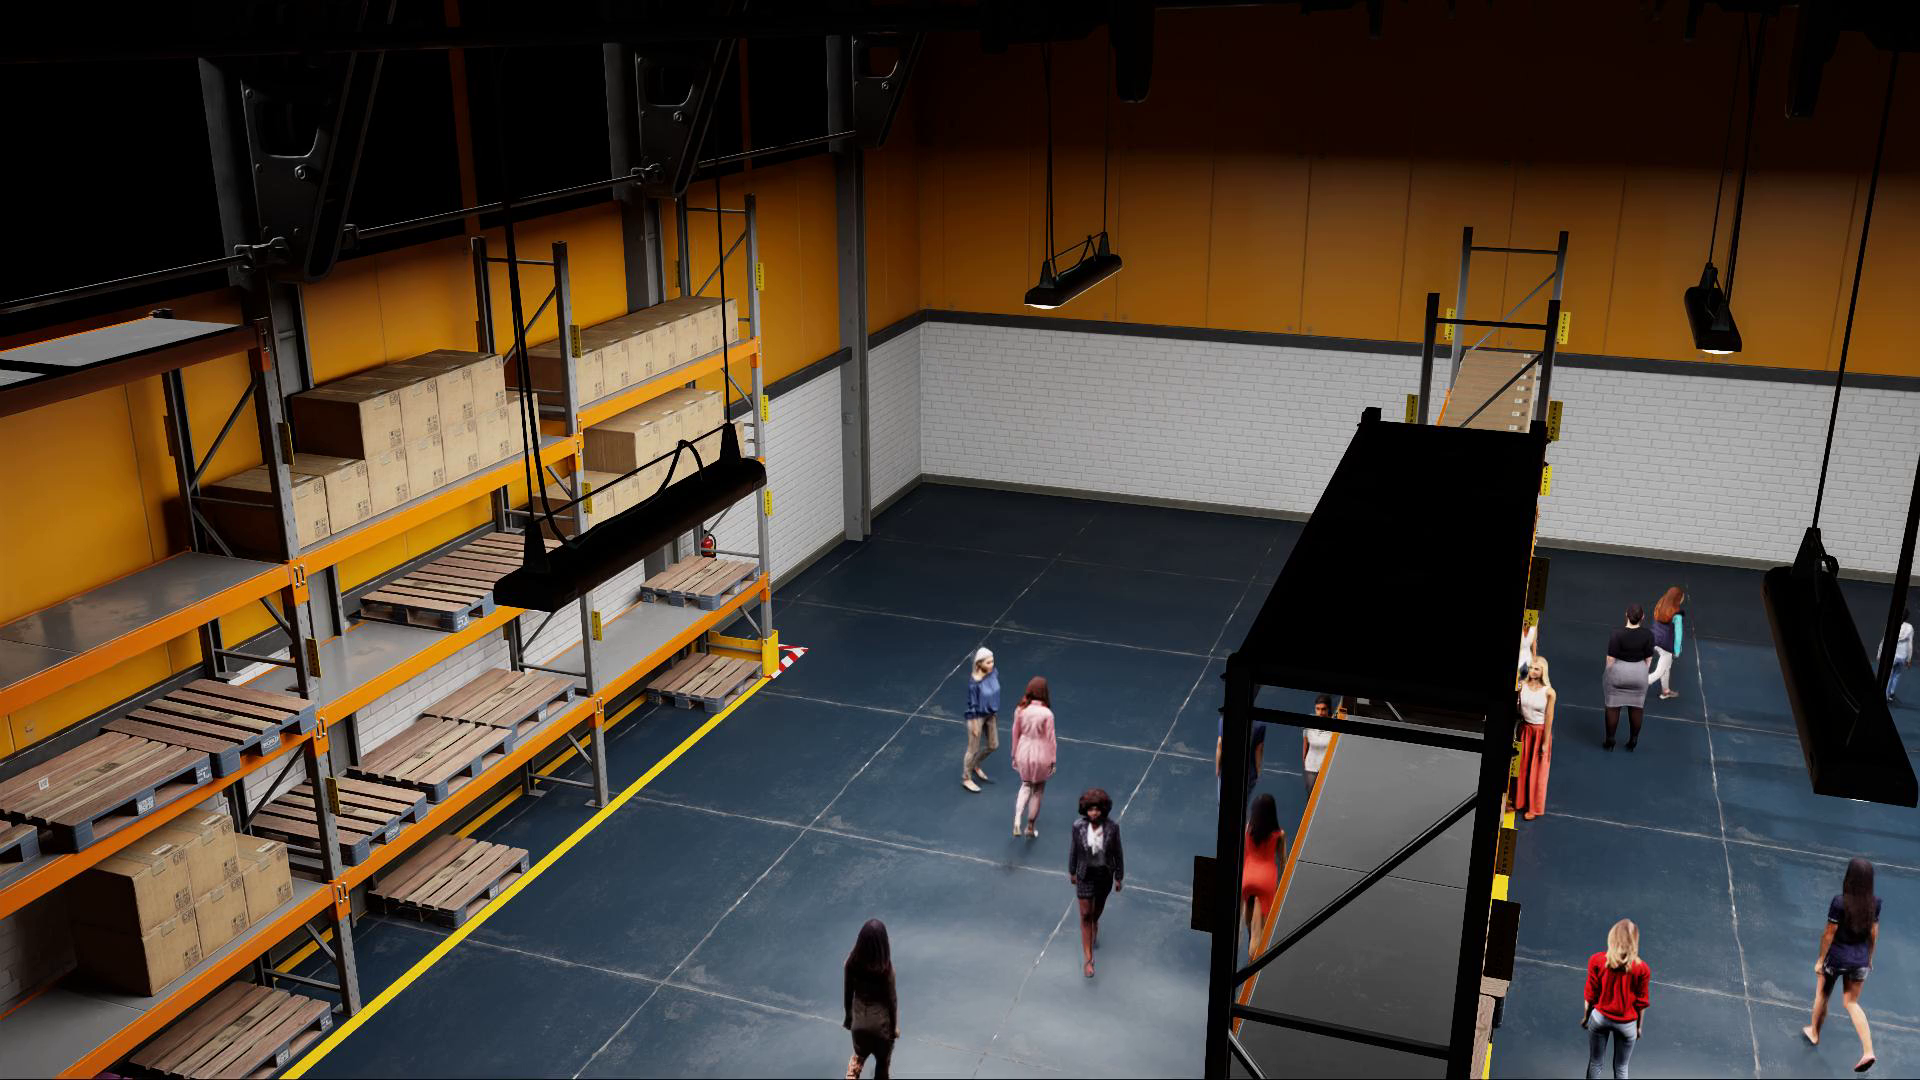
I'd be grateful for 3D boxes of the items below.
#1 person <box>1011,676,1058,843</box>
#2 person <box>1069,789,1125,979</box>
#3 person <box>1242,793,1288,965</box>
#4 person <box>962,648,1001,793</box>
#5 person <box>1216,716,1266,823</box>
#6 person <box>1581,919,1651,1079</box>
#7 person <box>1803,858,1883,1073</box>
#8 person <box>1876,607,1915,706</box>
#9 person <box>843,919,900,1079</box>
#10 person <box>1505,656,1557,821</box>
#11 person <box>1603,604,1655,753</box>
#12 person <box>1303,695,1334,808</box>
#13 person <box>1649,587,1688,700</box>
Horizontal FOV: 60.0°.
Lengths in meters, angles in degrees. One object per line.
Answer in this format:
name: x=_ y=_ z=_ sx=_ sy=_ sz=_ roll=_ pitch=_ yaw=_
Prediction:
person: x=0.709 y=2.260 z=16.699 sx=0.643 sy=1.787 sz=0.720 roll=8 pitch=20 yaw=23
person: x=1.204 y=2.972 z=14.798 sx=0.840 sy=1.650 sz=1.125 roll=1 pitch=19 yaw=2
person: x=2.591 y=3.060 z=14.511 sx=0.590 sy=1.666 sz=1.073 roll=6 pitch=20 yaw=18
person: x=0.193 y=1.919 z=17.883 sx=0.797 sy=1.678 sz=0.731 roll=15 pitch=24 yaw=37
person: x=2.760 y=2.326 z=16.440 sx=0.706 sy=1.826 sz=0.837 roll=2 pitch=19 yaw=6
person: x=4.970 y=3.663 z=12.661 sx=0.630 sy=1.704 sz=0.530 roll=9 pitch=20 yaw=24
person: x=7.138 y=3.429 z=13.307 sx=0.834 sy=1.735 sz=1.083 roll=-1 pitch=19 yaw=-2
person: x=11.290 y=1.411 z=20.063 sx=0.543 sy=1.249 sz=0.596 roll=3 pitch=19 yaw=10
person: x=-0.702 y=3.694 z=12.524 sx=0.631 sy=1.733 sz=0.853 roll=8 pitch=20 yaw=24
person: x=5.973 y=2.042 z=17.326 sx=0.708 sy=1.800 sz=0.729 roll=17 pitch=25 yaw=41
person: x=7.552 y=1.560 z=18.822 sx=0.713 sy=1.759 sz=0.691 roll=2 pitch=19 yaw=7
person: x=3.681 y=2.310 z=16.837 sx=0.609 sy=1.604 sz=1.135 roll=5 pitch=19 yaw=15
person: x=8.465 y=1.279 z=20.097 sx=0.931 sy=1.477 sz=0.959 roll=-4 pitch=19 yaw=-13
